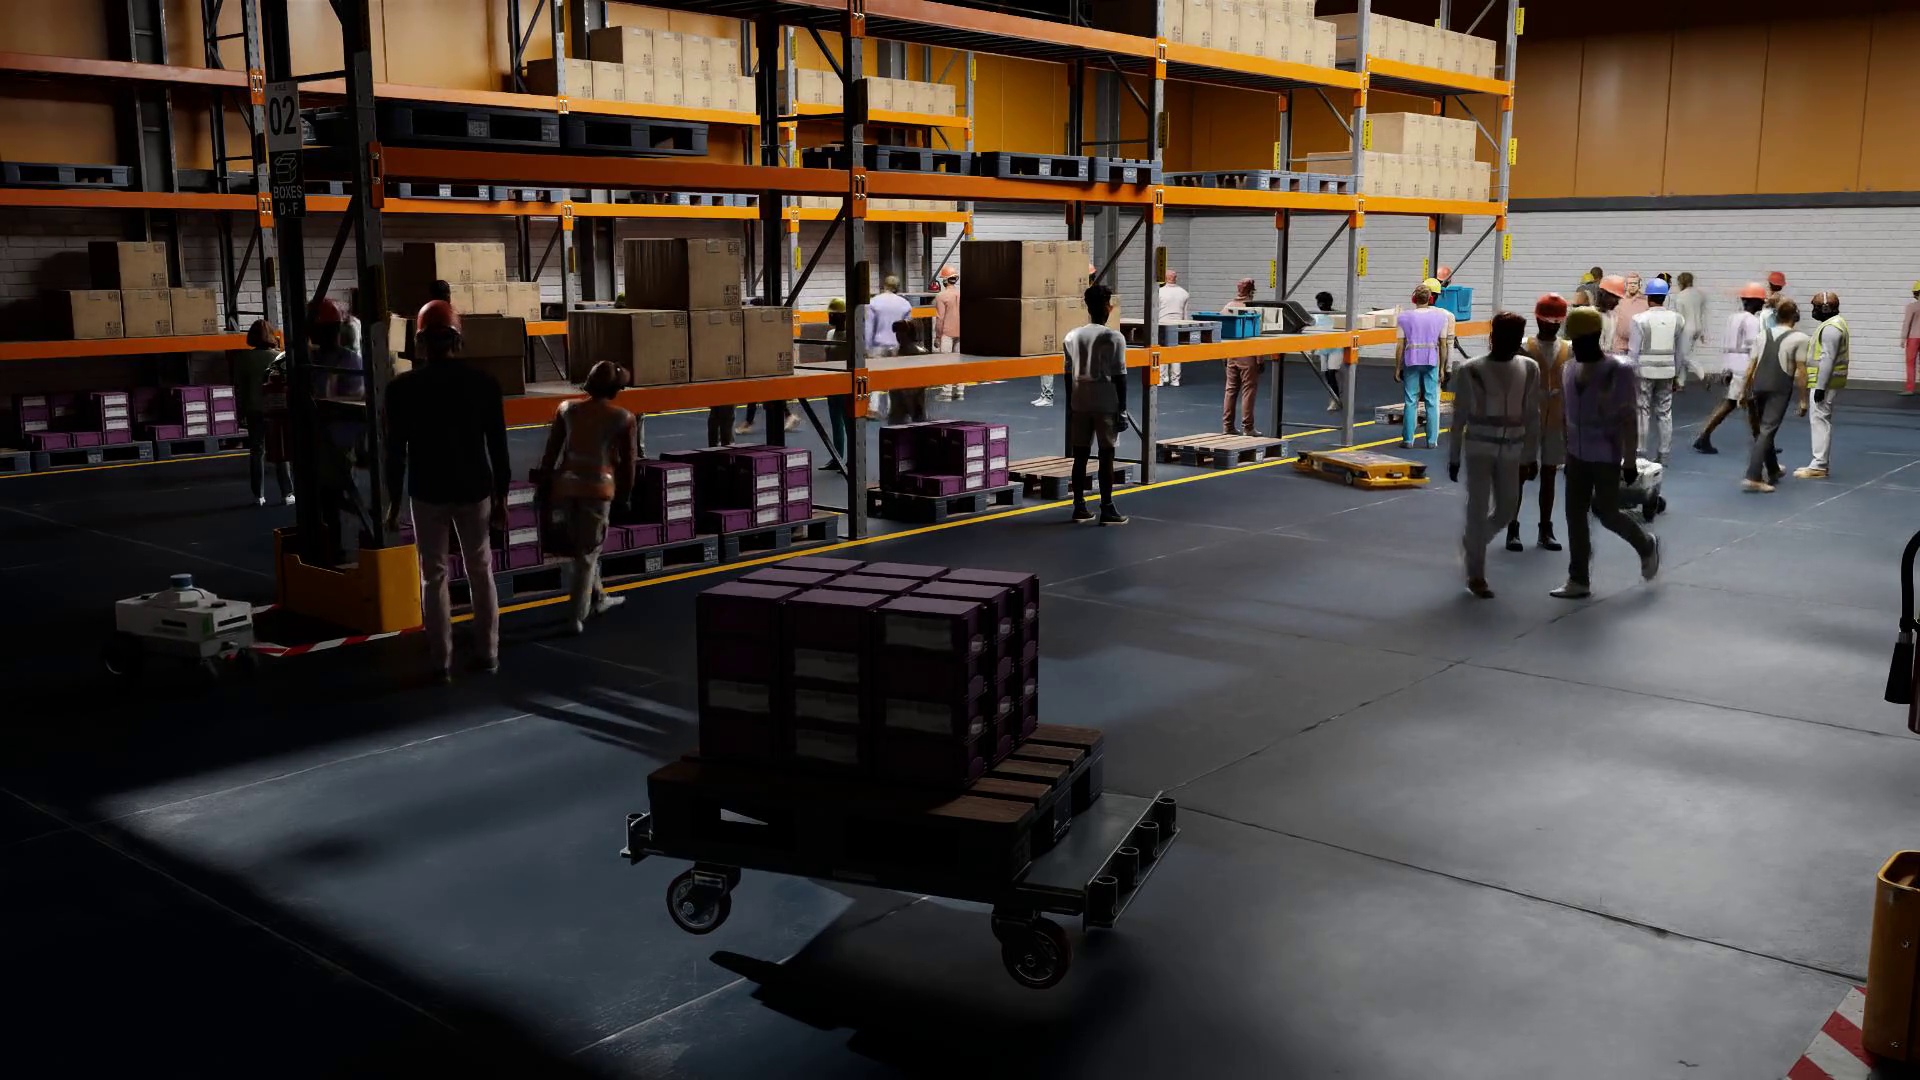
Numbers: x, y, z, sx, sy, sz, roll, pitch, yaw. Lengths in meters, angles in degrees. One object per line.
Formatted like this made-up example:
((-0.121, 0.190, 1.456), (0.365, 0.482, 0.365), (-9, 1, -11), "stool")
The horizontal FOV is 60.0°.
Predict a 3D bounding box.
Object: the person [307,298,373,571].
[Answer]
((-4.269, -0.708, 11.483), (0.550, 1.921, 0.569), (8, 13, 38), "person")

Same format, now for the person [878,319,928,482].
((-0.482, -1.292, 15.729), (0.530, 1.596, 0.851), (8, 13, 38), "person")

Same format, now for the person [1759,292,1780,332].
((11.456, -2.700, 23.625), (0.315, 1.638, 0.515), (2, 10, 13), "person")

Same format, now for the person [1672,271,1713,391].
((11.473, -3.254, 26.057), (0.647, 1.905, 0.835), (-5, 11, -28), "person")

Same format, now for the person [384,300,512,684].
((-2.666, -0.252, 8.681), (0.624, 1.989, 0.400), (-5, 11, -28), "person")

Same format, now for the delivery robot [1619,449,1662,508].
((5.689, -0.527, 14.069), (0.477, 0.478, 0.707), (7, 12, 34), "delivery robot")

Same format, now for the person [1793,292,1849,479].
((8.482, -1.517, 16.360), (0.429, 1.830, 0.635), (5, 11, 26), "person")

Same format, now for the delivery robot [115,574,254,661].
((-4.038, 0.421, 8.662), (0.707, 0.478, 0.477), (5, 11, 24), "delivery robot")

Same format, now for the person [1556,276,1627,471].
((6.311, -1.647, 16.661), (0.779, 1.969, 0.905), (-5, 11, -26), "person")

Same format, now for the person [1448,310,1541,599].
((3.470, -0.579, 10.932), (0.615, 1.864, 0.662), (-1, 10, -7), "person")

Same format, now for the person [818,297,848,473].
((-1.213, -1.557, 16.746), (0.303, 1.772, 0.523), (-8, 13, -38), "person")

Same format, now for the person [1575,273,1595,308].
((10.827, -3.695, 28.745), (0.600, 1.827, 0.404), (-4, 11, -22), "person")

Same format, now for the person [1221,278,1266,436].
((3.425, -2.191, 20.008), (0.401, 1.899, 0.635), (-8, 13, -38), "person")

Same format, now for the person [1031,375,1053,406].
((1.192, -2.794, 23.868), (0.299, 1.743, 0.486), (-1, 10, -5), "person")

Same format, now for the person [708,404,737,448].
((-2.402, -1.629, 16.973), (0.404, 1.831, 0.600), (-7, 12, -36), "person")

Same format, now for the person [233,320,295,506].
((-6.084, -1.113, 14.600), (0.509, 1.632, 0.268), (-1, 10, -7), "person")

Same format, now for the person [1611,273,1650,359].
((9.276, -2.736, 23.069), (0.642, 1.910, 0.401), (3, 10, 15), "person")

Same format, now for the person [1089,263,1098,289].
((1.899, -3.088, 24.713), (0.387, 2.034, 0.605), (1, 10, 6), "person")

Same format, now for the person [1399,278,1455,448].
((5.266, -1.988, 18.789), (0.586, 1.920, 0.383), (2, 10, 12), "person")

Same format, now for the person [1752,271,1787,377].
((13.024, -3.388, 26.828), (0.503, 1.888, 0.603), (5, 11, 28), "person")

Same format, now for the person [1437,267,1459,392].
((6.969, -2.976, 24.207), (0.609, 1.986, 0.390), (-1, 10, -6), "person")

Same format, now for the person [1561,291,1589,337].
((9.289, -2.940, 25.089), (0.504, 1.610, 0.734), (8, 13, 39), "person")

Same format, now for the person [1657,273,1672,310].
((10.884, -3.217, 25.928), (0.310, 1.864, 0.534), (-3, 10, -15), "person")

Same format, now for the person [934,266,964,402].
((-0.141, -3.036, 24.521), (0.376, 1.995, 0.612), (10, 14, 44), "person")

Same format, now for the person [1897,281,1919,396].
((14.660, -3.081, 25.466), (0.533, 1.758, 0.346), (-2, 10, -11), "person")

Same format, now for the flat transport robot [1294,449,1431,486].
((3.895, -0.711, 16.194), (0.652, 0.197, 1.431), (-3, 10, -18), "flat transport robot")

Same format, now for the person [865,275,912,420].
((-0.938, -2.530, 21.926), (0.659, 1.895, 0.474), (-3, 10, -16), "person")

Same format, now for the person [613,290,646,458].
((-3.334, -1.606, 16.843), (0.589, 1.834, 0.404), (8, 13, 40), "person")

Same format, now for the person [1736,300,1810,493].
((7.654, -1.349, 15.589), (1.036, 1.773, 0.593), (-7, 12, -33), "person")

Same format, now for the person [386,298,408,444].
((-6.198, -1.771, 17.940), (0.664, 1.784, 0.970), (-4, 11, -22), "person")

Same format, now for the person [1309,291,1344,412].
((5.083, -2.578, 22.835), (0.563, 1.658, 0.548), (-8, 13, -39), "person")

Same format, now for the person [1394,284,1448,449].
((5.160, -1.932, 18.661), (0.565, 1.847, 0.396), (1, 10, 7), "person")

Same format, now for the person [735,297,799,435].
((-2.358, -2.111, 20.168), (0.829, 1.665, 0.532), (-3, 10, -15), "person")

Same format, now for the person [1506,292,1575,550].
((4.340, -0.873, 12.401), (0.543, 1.928, 0.373), (0, 10, 0), "person")

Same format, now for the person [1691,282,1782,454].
((8.521, -1.869, 18.175), (0.963, 1.899, 0.564), (1, 10, 8), "person")

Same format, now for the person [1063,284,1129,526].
((1.118, -1.094, 13.547), (0.607, 1.966, 0.367), (8, 13, 39), "person")

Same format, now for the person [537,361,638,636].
((-2.173, -0.266, 9.888), (0.567, 1.593, 0.720), (3, 10, 16), "person")

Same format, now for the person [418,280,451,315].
((-5.506, -1.797, 17.686), (0.589, 1.919, 0.393), (5, 11, 25), "person")

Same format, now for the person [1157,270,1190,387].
((3.404, -3.435, 27.094), (0.650, 1.895, 0.400), (-3, 10, -18), "person")

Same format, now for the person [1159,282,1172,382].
((3.454, -3.601, 28.096), (0.336, 1.873, 0.521), (9, 13, 40), "person")

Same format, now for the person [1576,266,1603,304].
((10.931, -3.741, 28.709), (0.629, 1.937, 0.378), (5, 11, 25), "person")

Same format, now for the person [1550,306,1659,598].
((4.200, -0.573, 10.806), (0.772, 1.883, 0.645), (-5, 11, -28), "person")

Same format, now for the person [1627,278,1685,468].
((7.095, -1.700, 17.050), (0.614, 1.945, 0.403), (-2, 10, -9), "person")

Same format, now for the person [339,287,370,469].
((-6.104, -1.629, 16.874), (0.413, 1.864, 0.619), (-2, 10, -11), "person")
